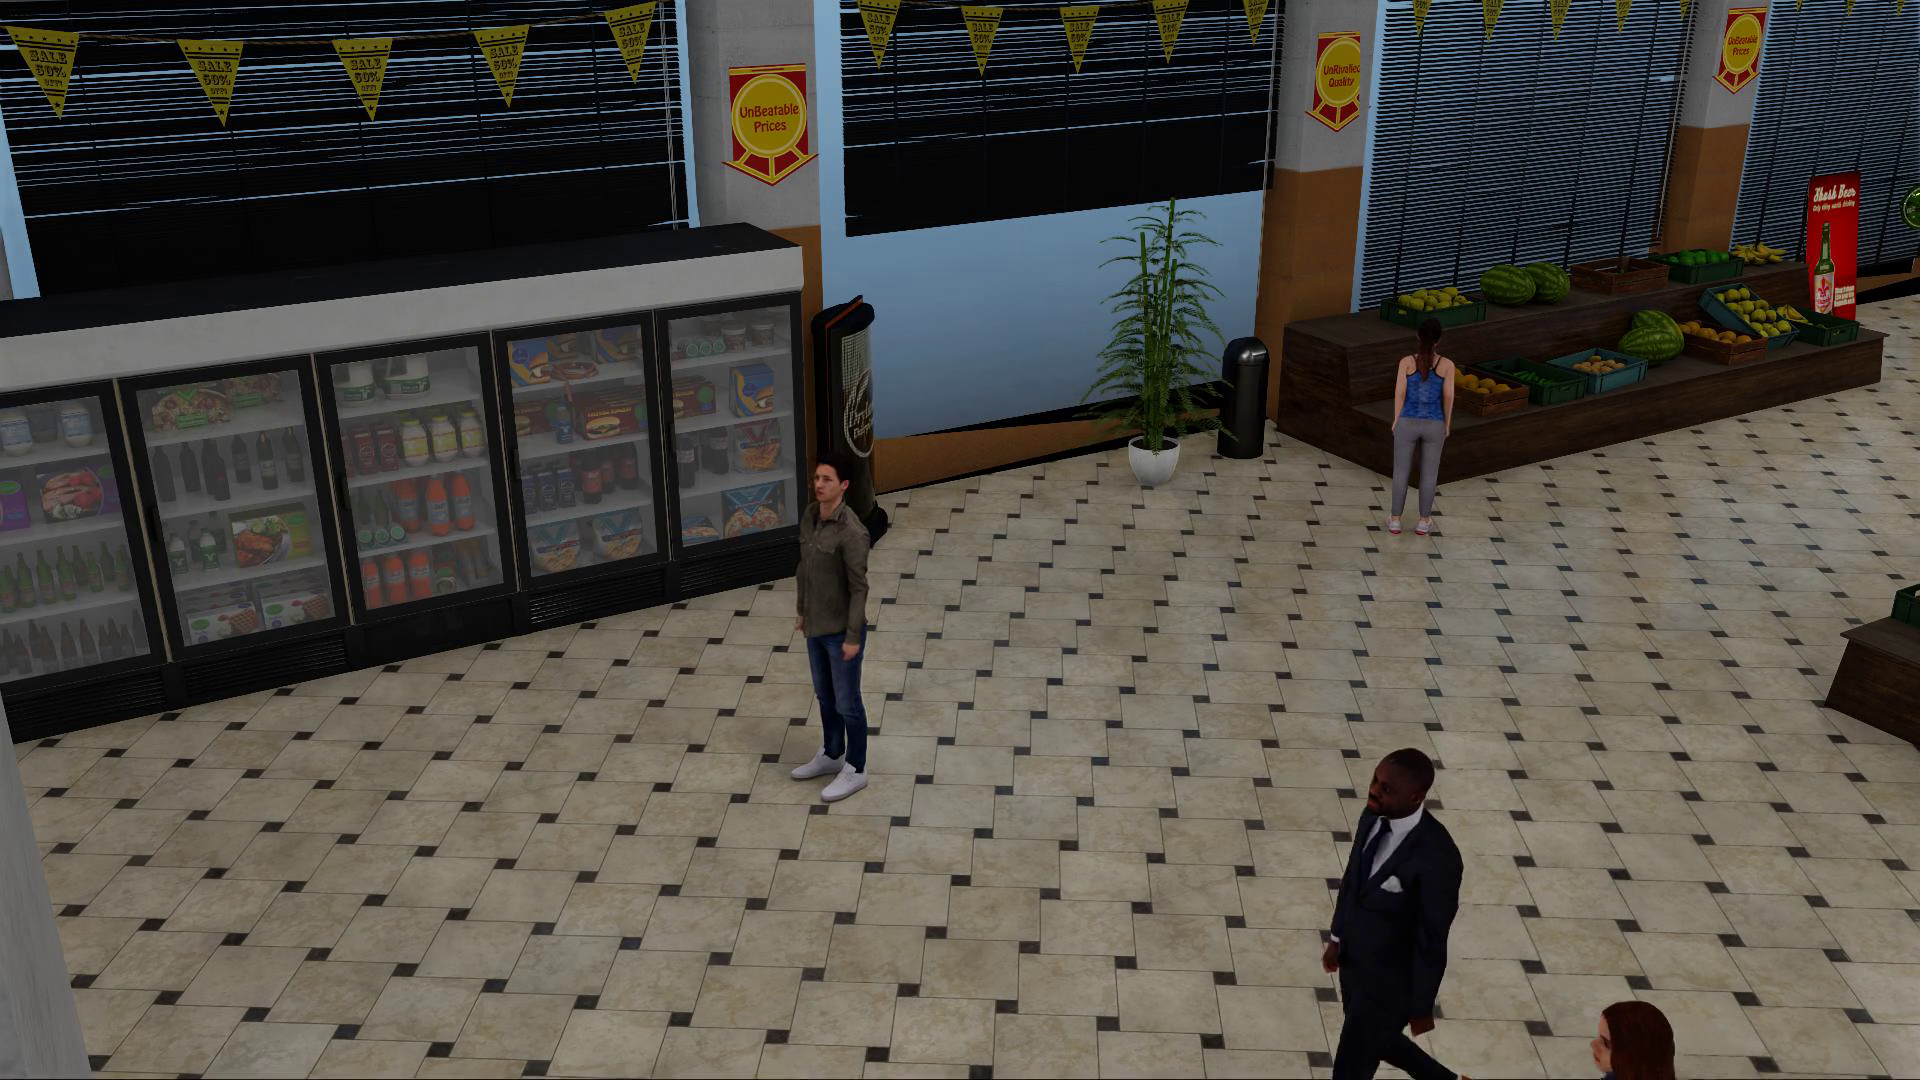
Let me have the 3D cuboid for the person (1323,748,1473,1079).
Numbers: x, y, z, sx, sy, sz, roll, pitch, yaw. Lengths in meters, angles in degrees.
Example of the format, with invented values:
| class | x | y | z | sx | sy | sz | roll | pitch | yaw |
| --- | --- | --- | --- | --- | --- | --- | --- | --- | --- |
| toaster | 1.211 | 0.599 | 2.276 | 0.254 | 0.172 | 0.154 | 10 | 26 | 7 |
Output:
| class | x | y | z | sx | sy | sz | roll | pitch | yaw |
| --- | --- | --- | --- | --- | --- | --- | --- | --- | --- |
| person | 1.577 | 1.536 | 5.958 | 1.193 | 1.794 | 0.924 | -5 | 22 | -11 |

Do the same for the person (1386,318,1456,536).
| class | x | y | z | sx | sy | sz | roll | pitch | yaw |
| --- | --- | --- | --- | --- | --- | --- | --- | --- | --- |
| person | 3.342 | -0.826 | 12.083 | 0.656 | 1.610 | 0.722 | 5 | 22 | 12 |

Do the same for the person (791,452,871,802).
| class | x | y | z | sx | sy | sz | roll | pitch | yaw |
| --- | --- | --- | --- | --- | --- | --- | --- | --- | --- |
| person | -0.639 | 0.433 | 8.605 | 0.613 | 1.866 | 0.729 | -15 | 27 | -33 |
